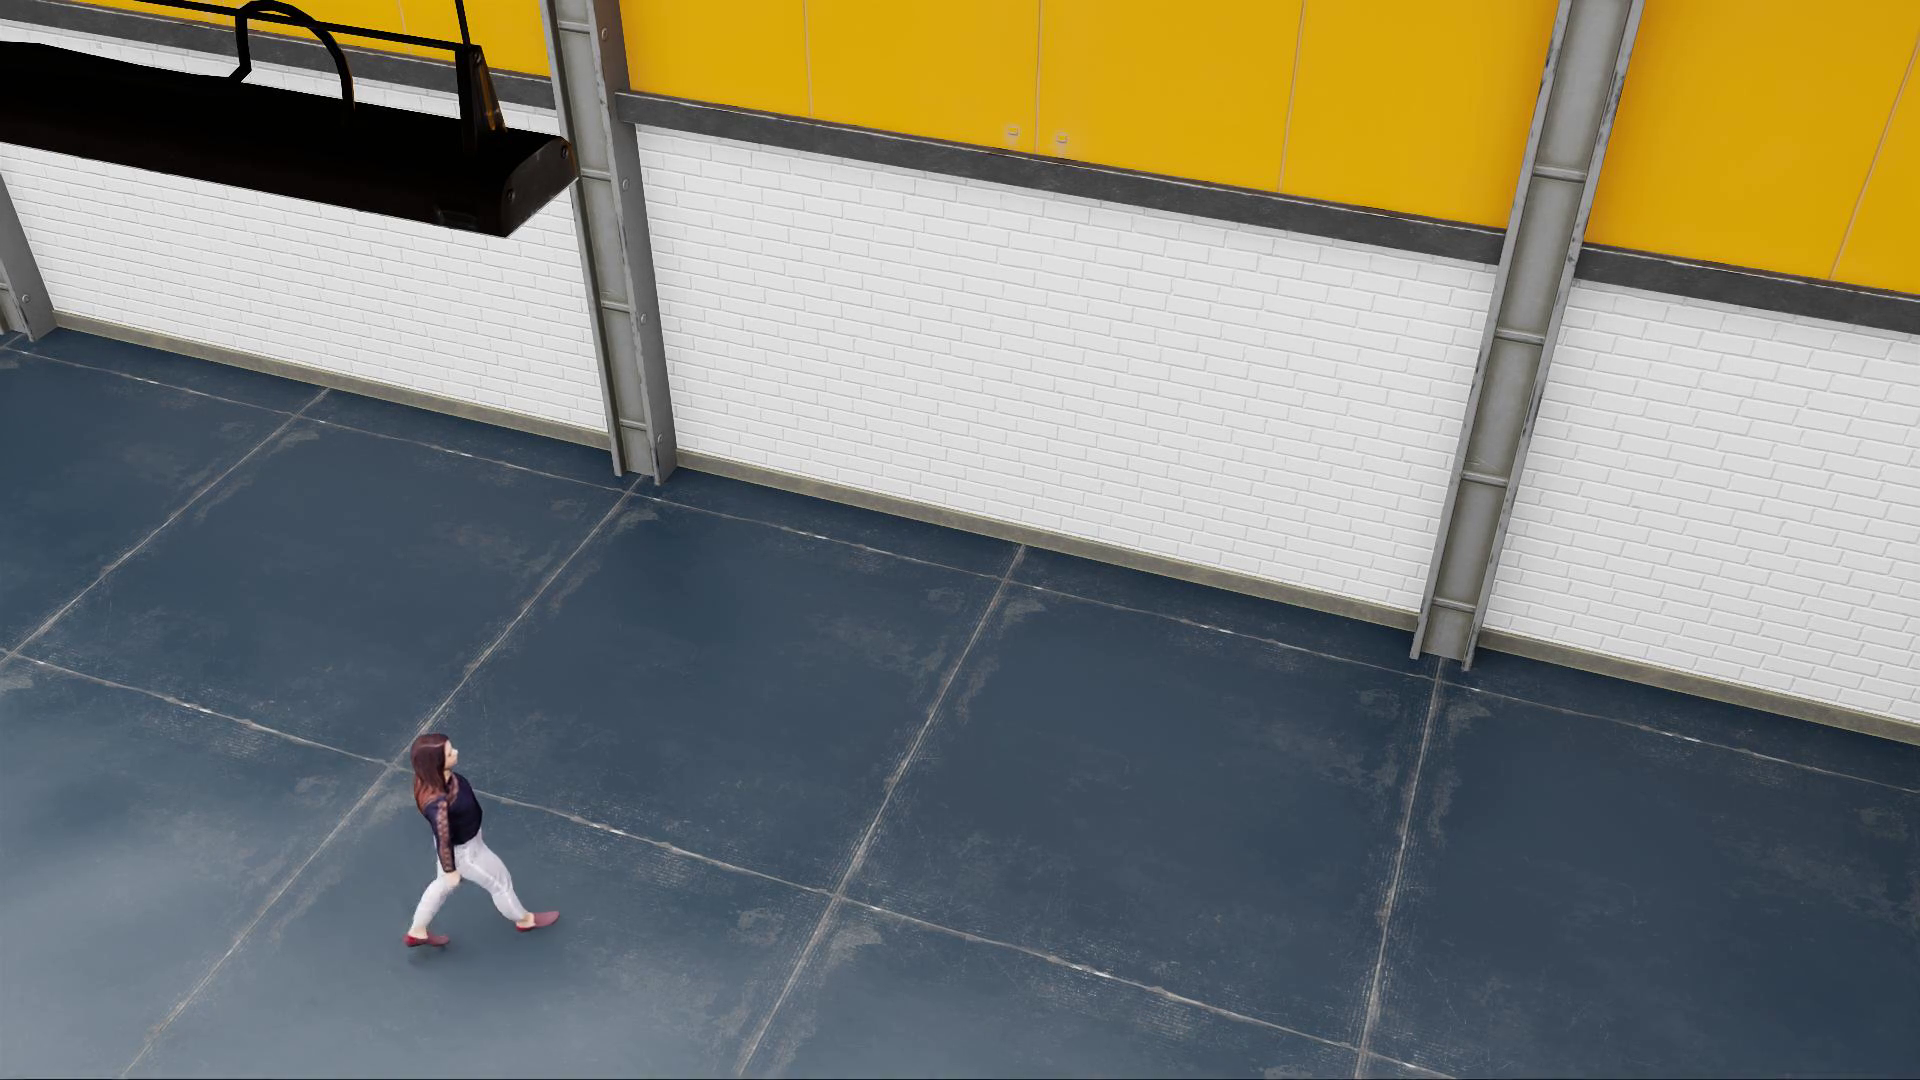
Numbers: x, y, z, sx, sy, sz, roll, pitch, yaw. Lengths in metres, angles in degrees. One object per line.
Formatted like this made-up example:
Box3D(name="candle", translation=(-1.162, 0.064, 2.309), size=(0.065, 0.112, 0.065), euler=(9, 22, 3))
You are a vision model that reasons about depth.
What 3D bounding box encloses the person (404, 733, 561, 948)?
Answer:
Box3D(name="person", translation=(-2.698, 1.631, 8.766), size=(1.116, 1.576, 1.029), euler=(-14, 41, -17))
